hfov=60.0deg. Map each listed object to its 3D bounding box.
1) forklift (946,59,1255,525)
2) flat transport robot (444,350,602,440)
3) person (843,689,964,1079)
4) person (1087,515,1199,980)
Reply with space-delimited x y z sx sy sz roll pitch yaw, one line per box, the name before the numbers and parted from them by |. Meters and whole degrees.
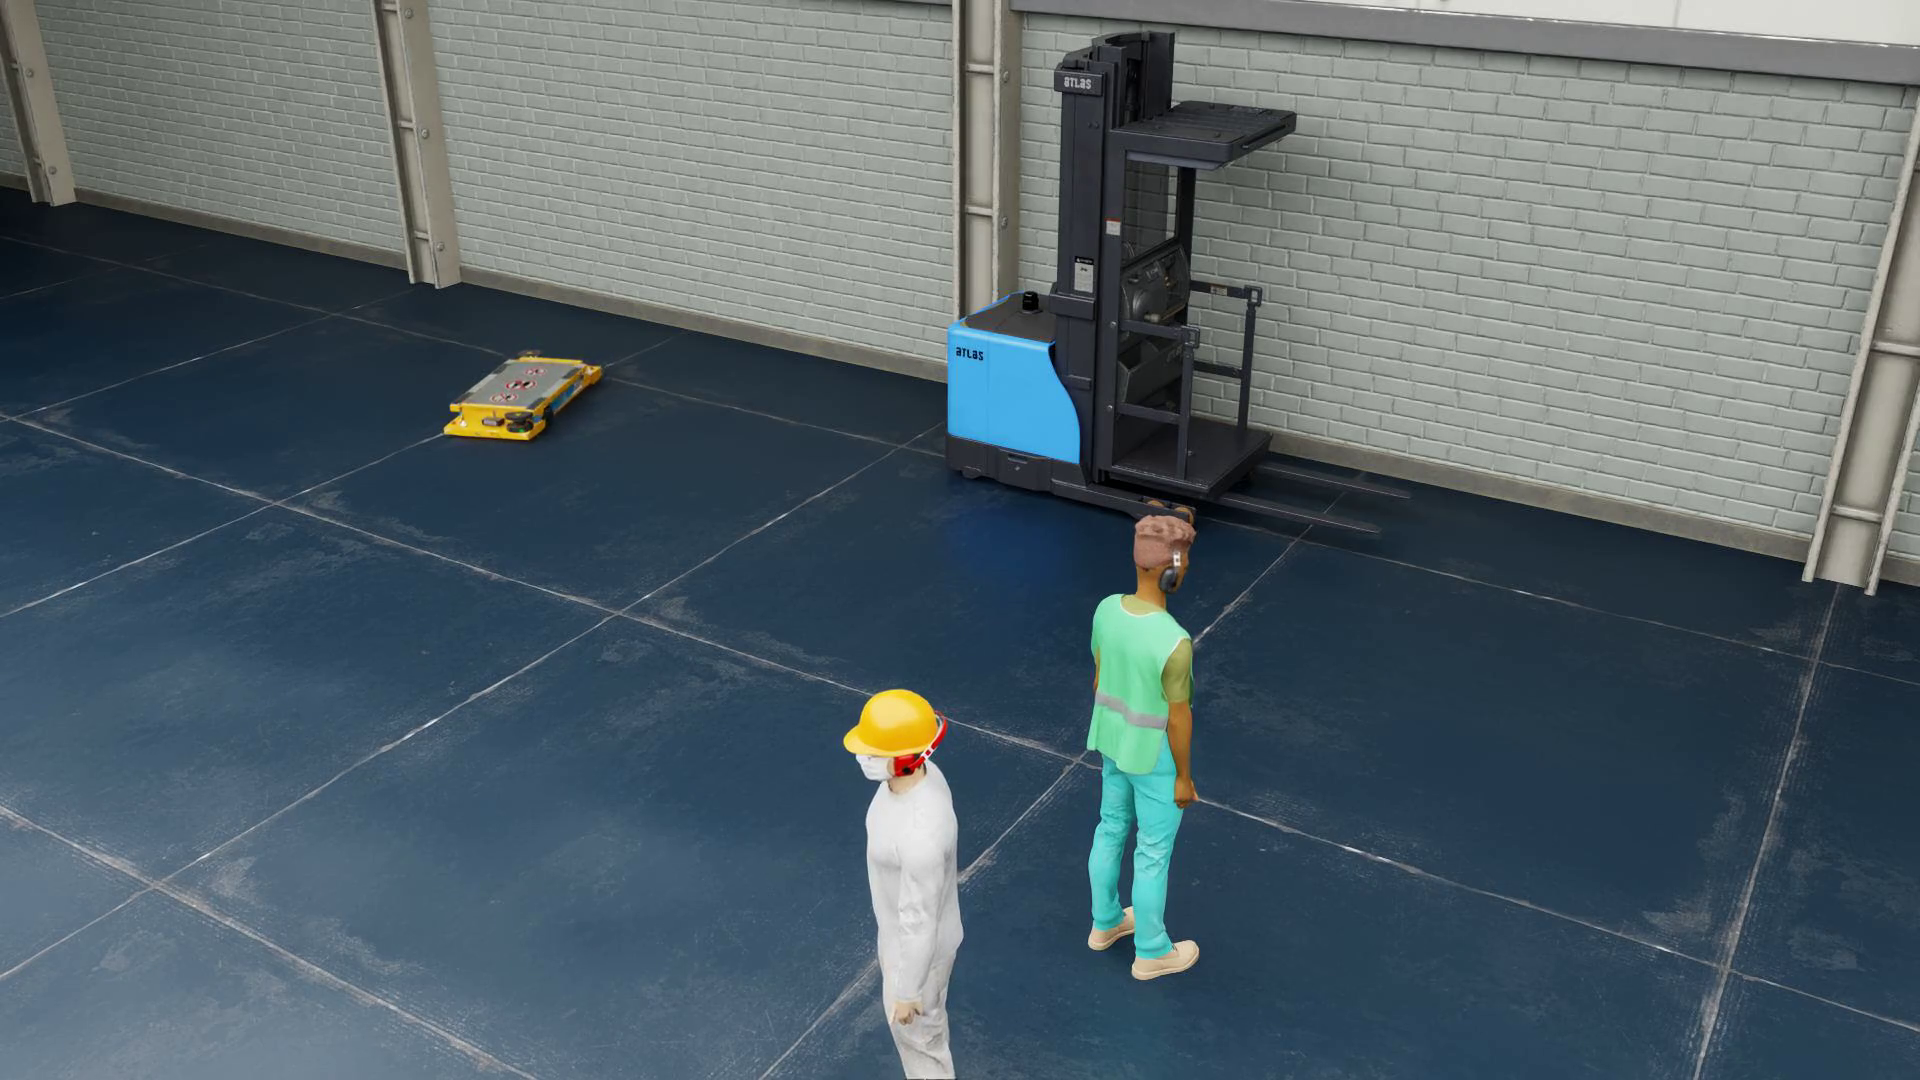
forklift | 0.933 -1.707 10.833 1.873 2.768 1.129 15 29 28
flat transport robot | -3.287 -1.101 12.588 0.659 0.231 1.431 4 26 9
person | -0.181 1.320 5.577 0.376 1.888 0.576 -3 25 -6
person | 0.709 0.827 6.514 0.403 1.979 0.482 -18 31 -34
